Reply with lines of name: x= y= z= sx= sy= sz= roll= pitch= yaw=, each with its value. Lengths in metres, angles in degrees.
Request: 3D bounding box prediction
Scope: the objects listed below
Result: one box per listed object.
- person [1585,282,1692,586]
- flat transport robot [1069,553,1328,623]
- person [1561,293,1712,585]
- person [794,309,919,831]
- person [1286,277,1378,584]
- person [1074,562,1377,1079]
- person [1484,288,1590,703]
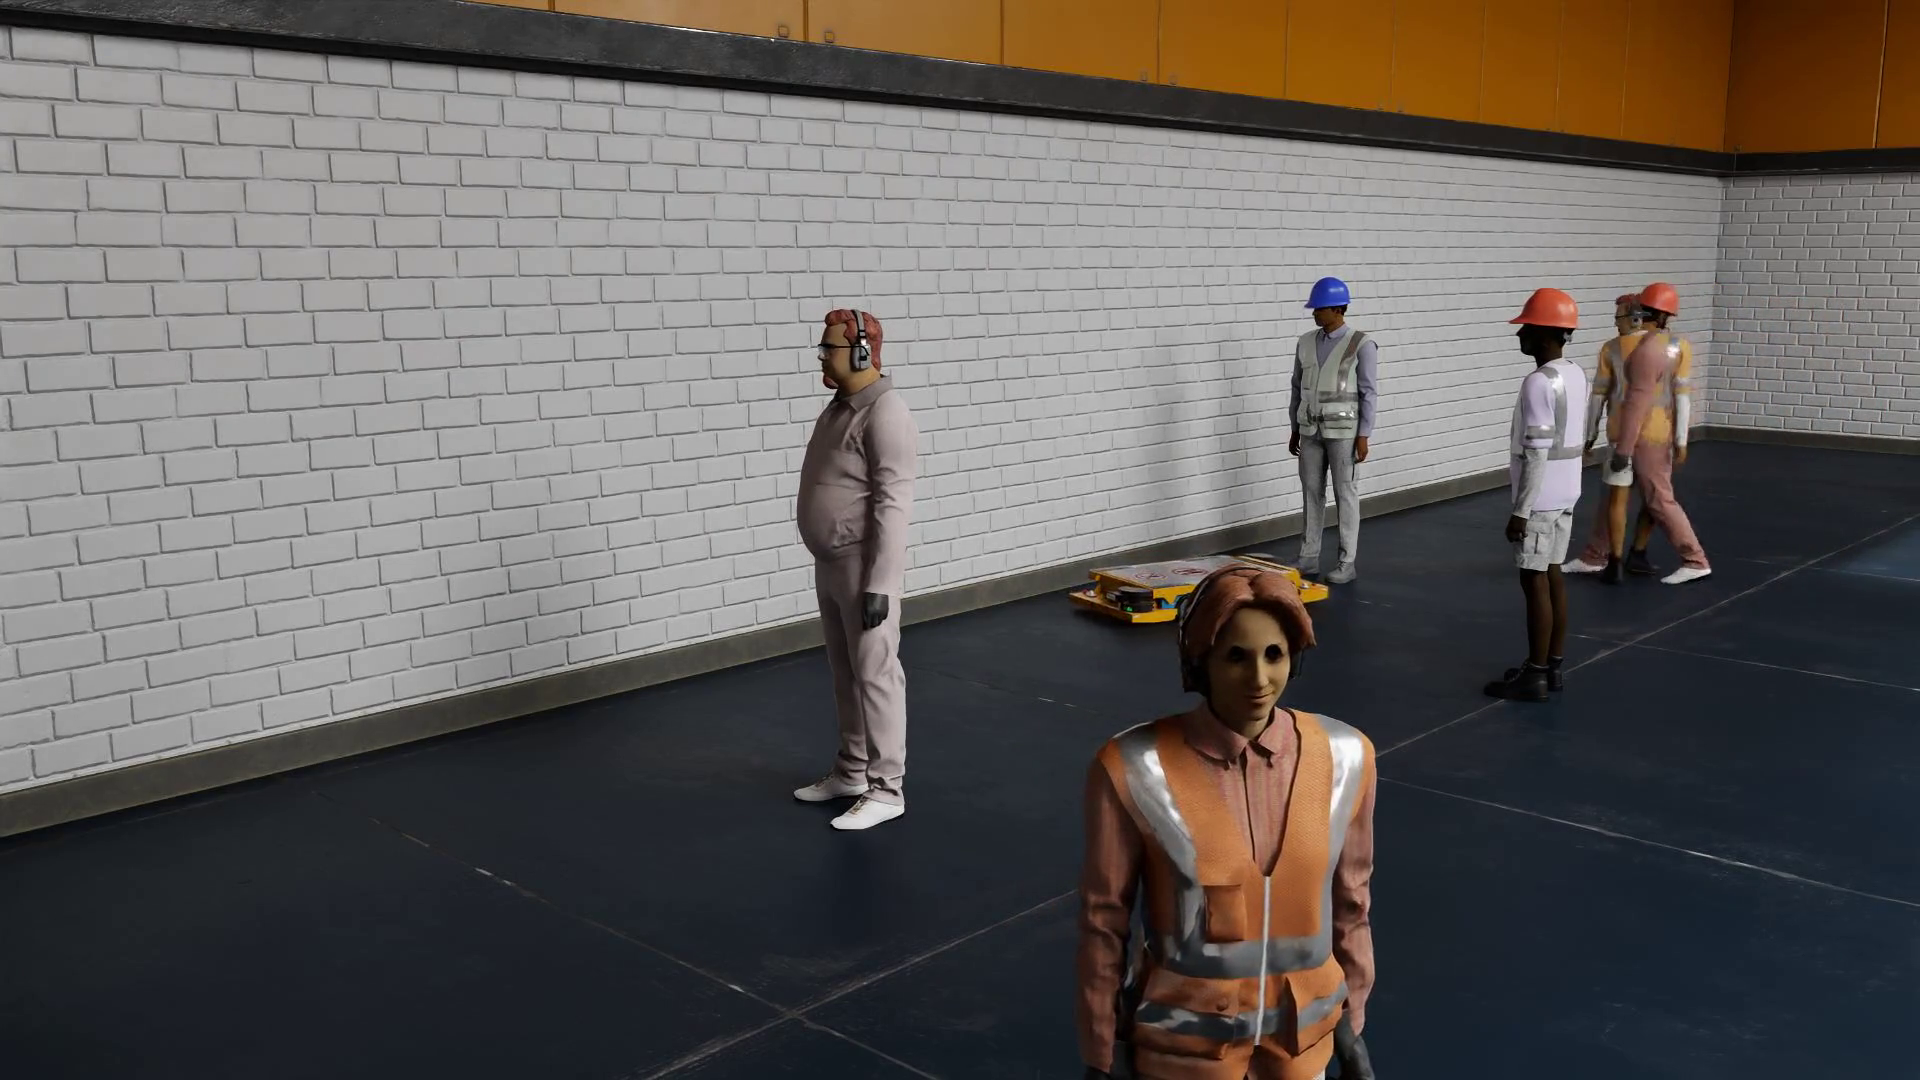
person: x=4.304 y=-0.672 z=10.583 sx=0.626 sy=1.909 sz=0.607 roll=5 pitch=11 yaw=27
flat transport robot: x=1.421 y=0.272 z=9.869 sx=1.431 sy=0.197 sz=0.652 roll=-6 pitch=11 yaw=-29
person: x=4.364 y=-0.641 z=10.589 sx=0.953 sy=1.859 sz=0.656 roll=4 pitch=11 yaw=21
person: x=-0.399 y=0.106 z=6.160 sx=0.410 sy=1.909 sz=0.643 roll=-5 pitch=11 yaw=-25
person: x=2.355 y=-0.697 z=10.625 sx=0.399 sy=1.940 sz=0.614 roll=-9 pitch=13 yaw=-42
person: x=0.436 y=0.842 z=2.728 sx=0.523 sy=1.638 sz=0.310 roll=-2 pitch=10 yaw=-14
person: x=2.726 y=-0.205 z=7.832 sx=0.350 sy=1.942 sz=0.545 roll=8 pitch=13 yaw=37
